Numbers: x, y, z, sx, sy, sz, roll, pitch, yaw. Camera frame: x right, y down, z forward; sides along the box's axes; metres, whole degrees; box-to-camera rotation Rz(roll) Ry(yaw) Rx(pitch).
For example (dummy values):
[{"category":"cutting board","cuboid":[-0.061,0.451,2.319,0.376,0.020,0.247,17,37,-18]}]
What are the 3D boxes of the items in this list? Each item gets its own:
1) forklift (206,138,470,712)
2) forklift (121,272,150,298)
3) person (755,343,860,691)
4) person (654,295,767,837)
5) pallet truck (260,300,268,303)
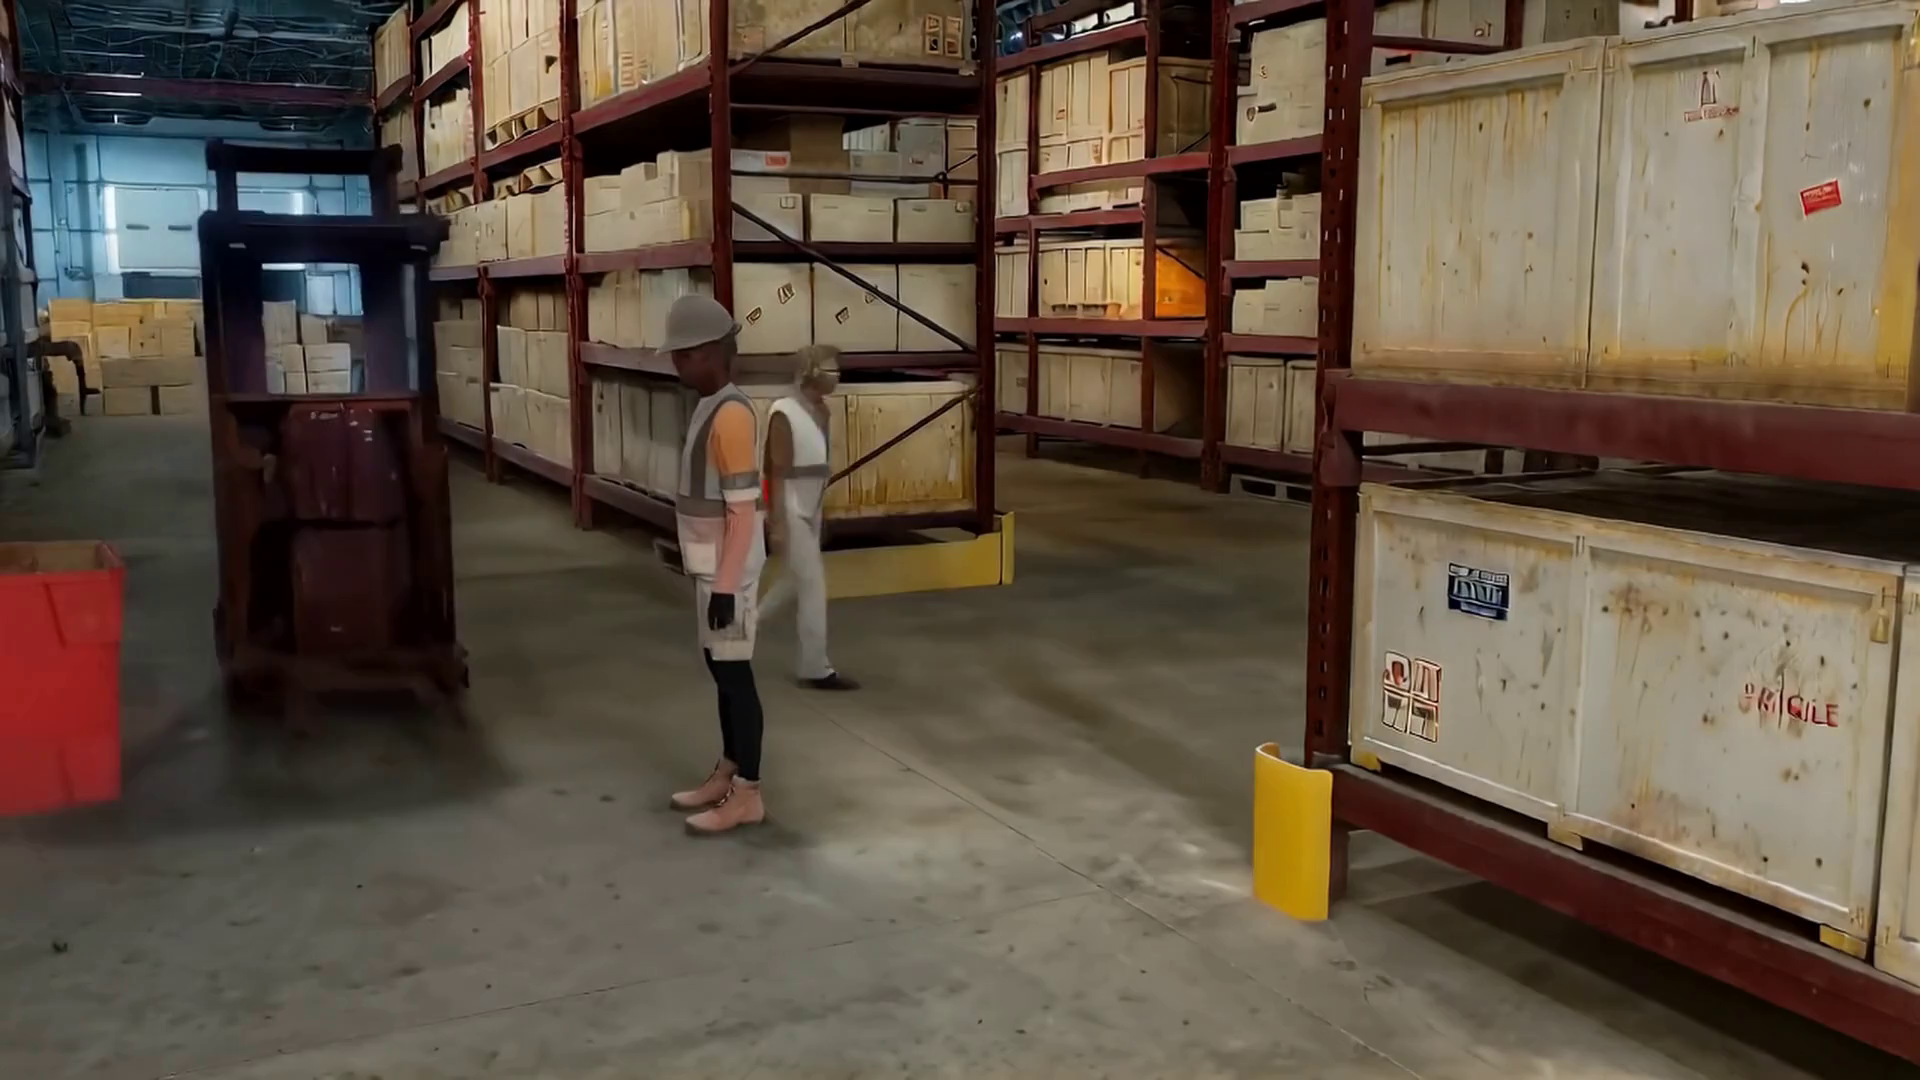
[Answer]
[{"category":"forklift","cuboid":[-3.409,-0.690,8.844,1.129,2.768,1.873,-4,9,-26]},{"category":"forklift","cuboid":[-24.911,-6.719,50.418,1.129,2.768,1.873,4,9,26]},{"category":"person","cuboid":[-0.915,-0.124,8.646,0.785,1.810,0.592,3,9,18]},{"category":"person","cuboid":[-0.937,0.101,6.299,0.392,2.034,0.605,-2,9,-16]},{"category":"pallet truck","cuboid":[-23.913,-7.404,58.171,1.885,1.965,0.823,-1,8,-9]}]
